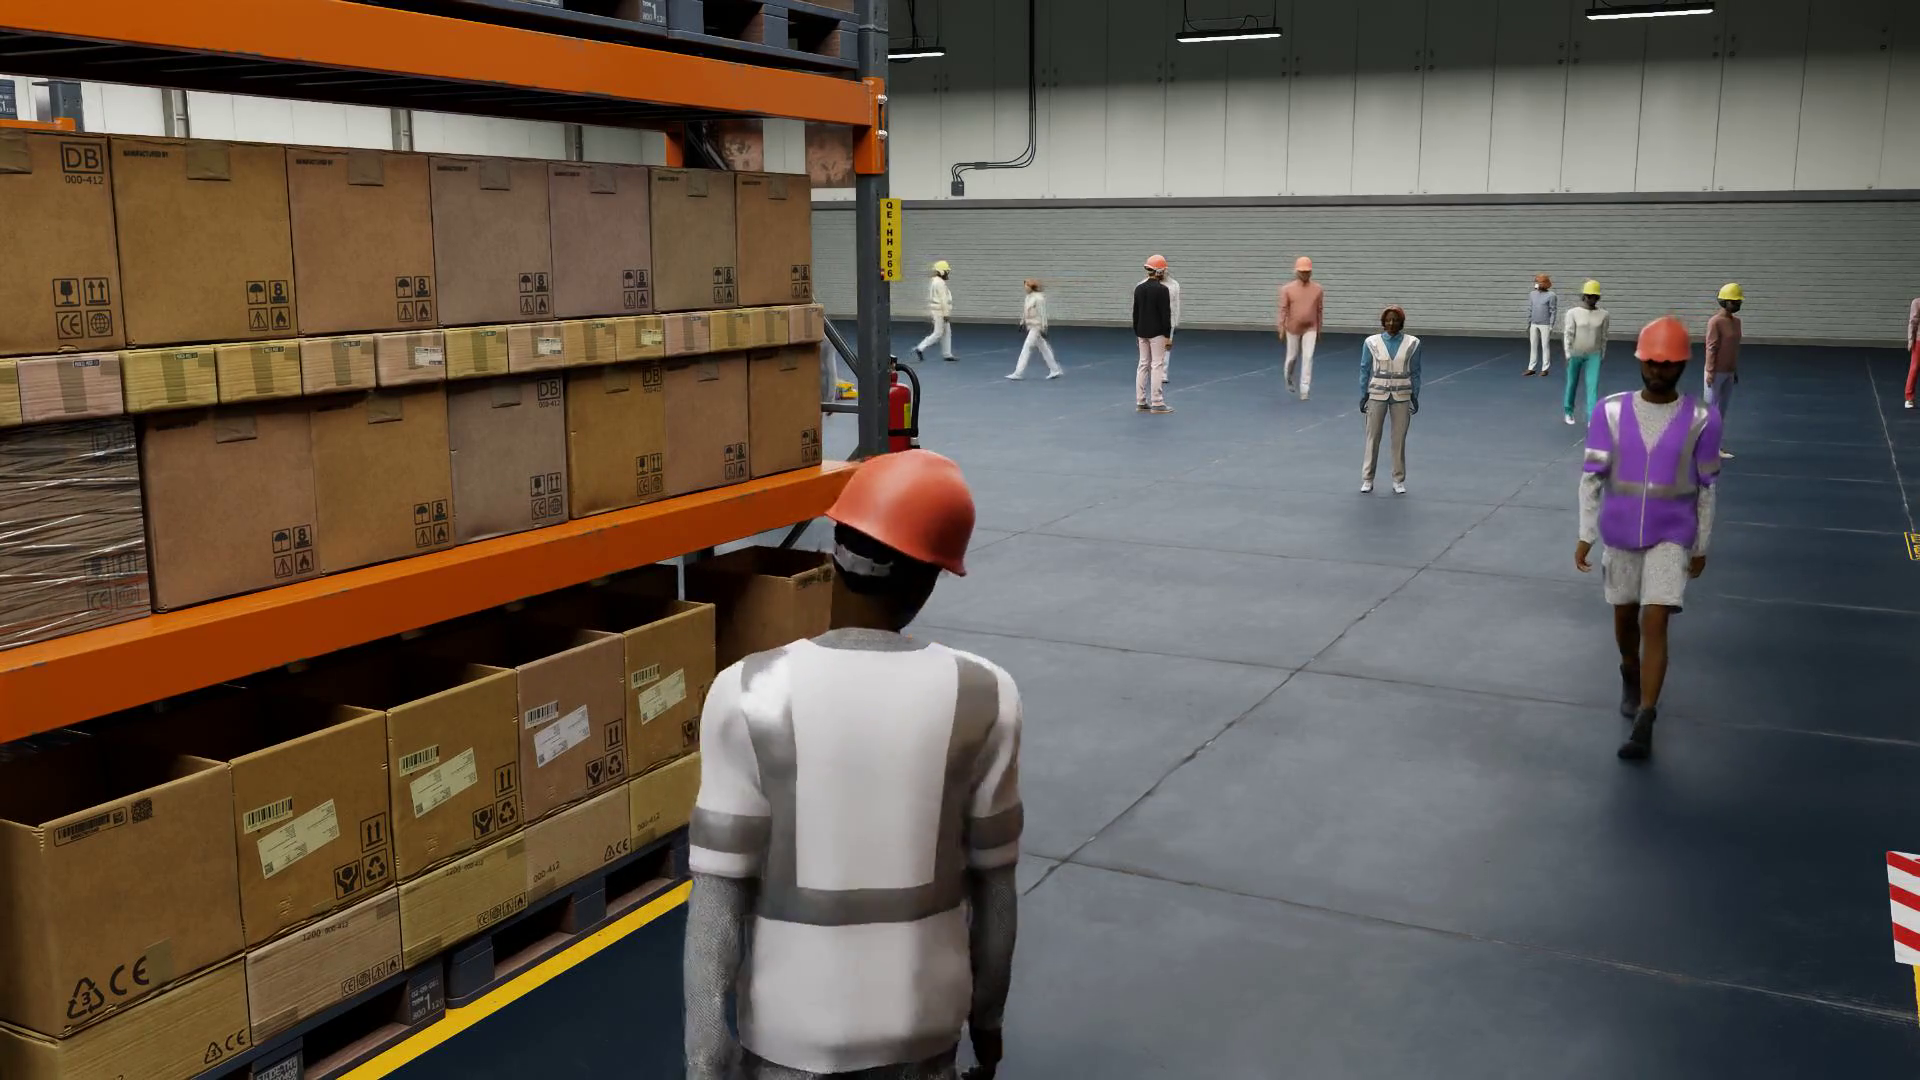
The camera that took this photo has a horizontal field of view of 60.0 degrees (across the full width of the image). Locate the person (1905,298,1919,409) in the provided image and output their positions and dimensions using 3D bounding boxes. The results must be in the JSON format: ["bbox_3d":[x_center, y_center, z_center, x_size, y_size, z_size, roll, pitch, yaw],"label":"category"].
[{"bbox_3d":[12.552,-2.572,21.518,0.533,1.767,0.327,1,10,8],"label":"person"}]

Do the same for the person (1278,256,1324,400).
[{"bbox_3d":[4.681,-2.923,22.915,0.618,1.966,0.858,0,10,2],"label":"person"}]

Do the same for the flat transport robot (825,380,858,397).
[{"bbox_3d":[-2.110,-2.066,22.842,1.431,0.197,0.652,-5,12,-26],"label":"flat transport robot"}]

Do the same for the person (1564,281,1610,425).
[{"bbox_3d":[7.305,-2.166,19.452,0.522,1.726,0.922,1,10,7],"label":"person"}]

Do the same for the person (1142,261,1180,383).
[{"bbox_3d":[3.034,-3.357,25.491,0.651,1.884,0.691,-1,10,-7],"label":"person"}]

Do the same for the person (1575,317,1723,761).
[{"bbox_3d":[3.063,-0.046,7.408,0.548,1.902,0.959,6,12,31],"label":"person"}]

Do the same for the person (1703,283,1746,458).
[{"bbox_3d":[7.636,-1.675,16.631,0.533,1.767,0.326,-8,13,-37],"label":"person"}]

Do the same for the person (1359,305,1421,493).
[{"bbox_3d":[3.743,-1.221,14.501,0.523,1.638,0.310,2,11,11],"label":"person"}]

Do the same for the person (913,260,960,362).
[{"bbox_3d":[-0.412,-4.015,29.280,0.747,1.807,0.593,0,10,-1],"label":"person"}]

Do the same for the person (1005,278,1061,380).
[{"bbox_3d":[1.165,-3.270,25.821,0.919,1.582,0.534,-2,11,-11],"label":"person"}]

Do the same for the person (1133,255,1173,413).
[{"bbox_3d":[2.456,-2.604,21.065,0.386,1.992,0.625,-8,13,-36],"label":"person"}]

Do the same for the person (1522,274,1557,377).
[{"bbox_3d":[9.240,-3.414,26.472,0.287,1.631,0.501,-7,13,-34],"label":"person"}]

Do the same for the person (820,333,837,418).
[{"bbox_3d":[-1.350,-1.229,14.045,0.626,1.816,0.510,-3,11,-15],"label":"person"}]

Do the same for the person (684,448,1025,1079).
[{"bbox_3d":[-0.183,0.794,2.827,0.601,1.888,0.498,-2,11,-11],"label":"person"}]
